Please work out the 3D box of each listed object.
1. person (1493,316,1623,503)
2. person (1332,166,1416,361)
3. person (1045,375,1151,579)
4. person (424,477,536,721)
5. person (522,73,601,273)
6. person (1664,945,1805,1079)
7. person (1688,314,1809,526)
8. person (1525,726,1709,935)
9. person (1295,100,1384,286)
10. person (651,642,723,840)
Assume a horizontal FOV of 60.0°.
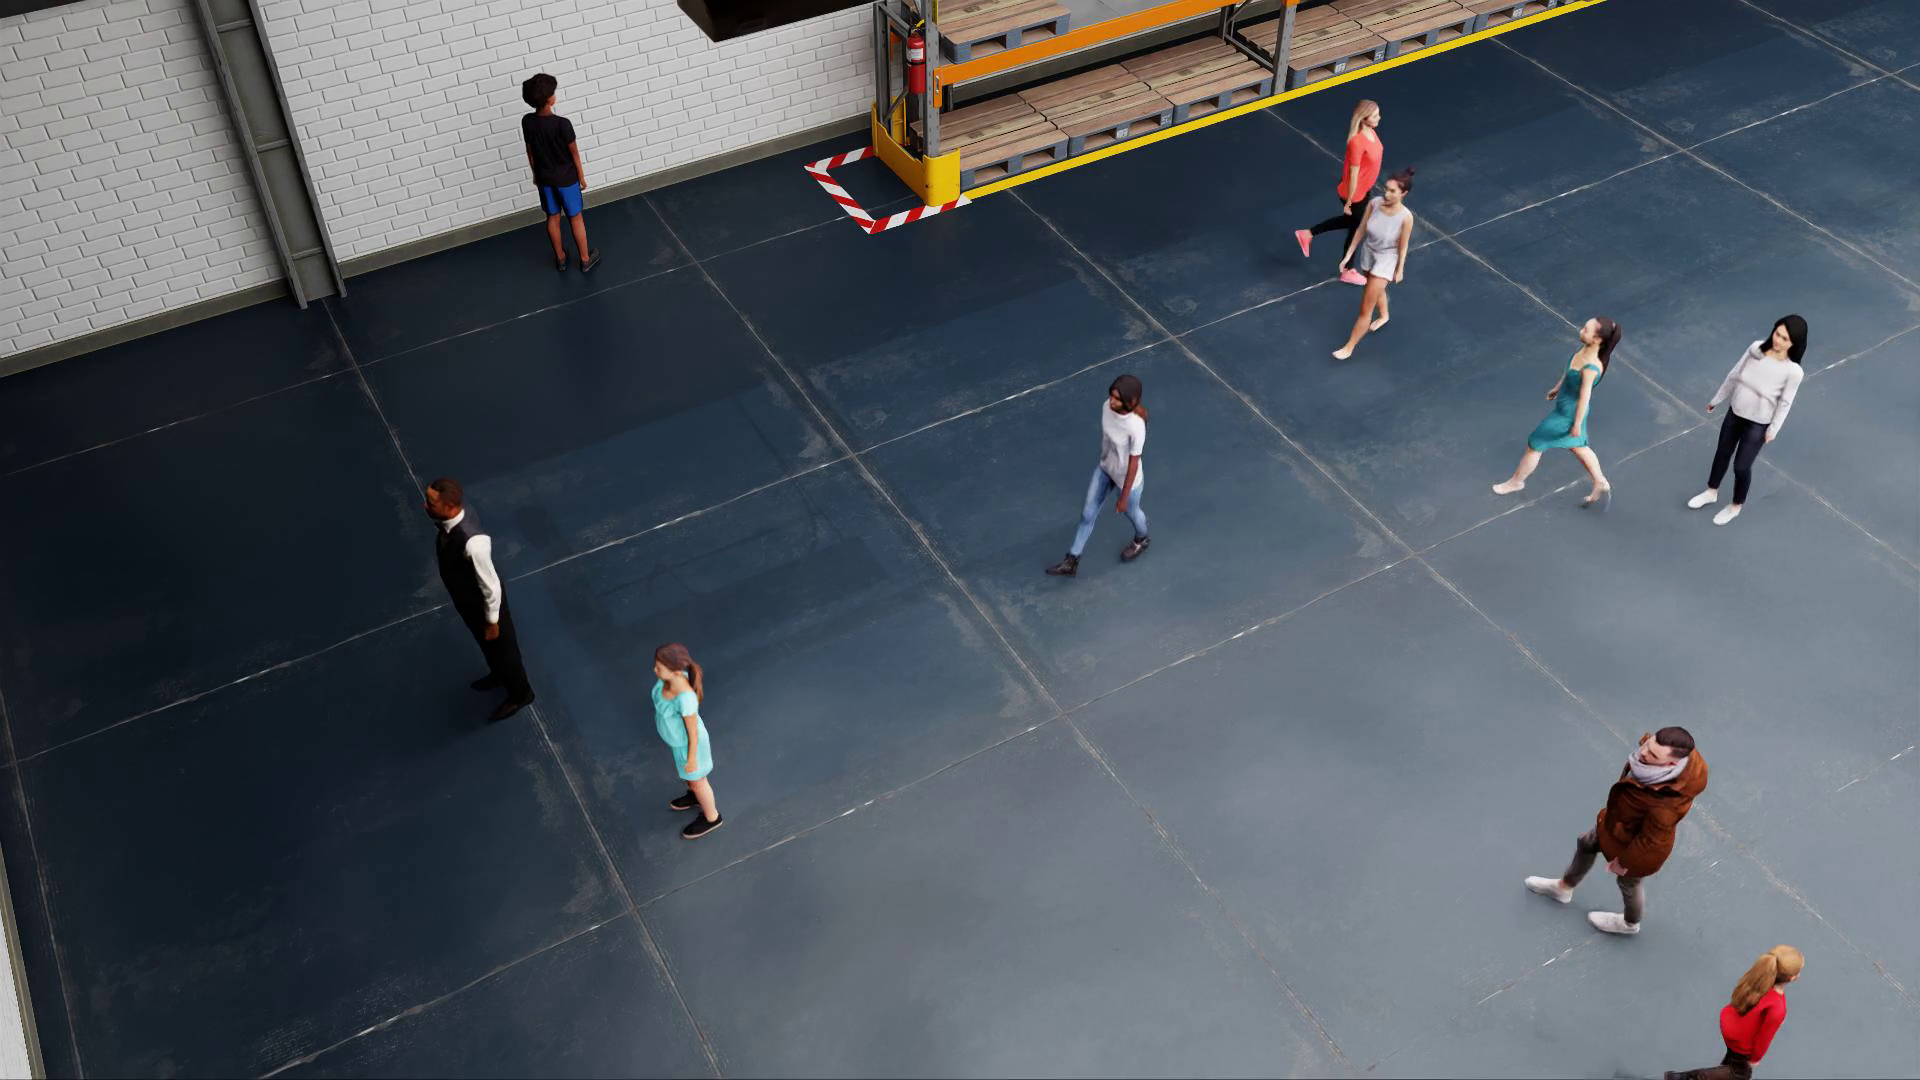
[{"bbox_3d":[4.410,-0.881,11.799,1.030,1.647,1.022,14,45,14],"label":"person"},{"bbox_3d":[3.398,-2.264,13.306,1.060,1.571,0.667,-29,51,-27],"label":"person"},{"bbox_3d":[1.149,-0.447,11.319,1.111,1.680,0.665,-25,49,-24],"label":"person"},{"bbox_3d":[-2.974,0.342,10.320,0.578,1.917,0.704,-25,49,-24],"label":"person"},{"bbox_3d":[-3.396,-3.071,13.991,0.679,1.794,0.764,5,44,5],"label":"person"},{"bbox_3d":[3.957,2.517,8.512,0.808,1.261,0.722,7,44,7],"label":"person"},{"bbox_3d":[5.636,-0.900,11.783,0.591,1.697,0.640,-19,47,-19],"label":"person"},{"bbox_3d":[3.780,1.618,9.062,1.061,1.804,1.001,12,45,12],"label":"person"},{"bbox_3d":[3.216,-2.912,13.911,0.986,1.675,0.987,17,46,17],"label":"person"},{"bbox_3d":[-1.603,1.154,9.728,0.559,1.557,0.572,-16,46,-16],"label":"person"}]
